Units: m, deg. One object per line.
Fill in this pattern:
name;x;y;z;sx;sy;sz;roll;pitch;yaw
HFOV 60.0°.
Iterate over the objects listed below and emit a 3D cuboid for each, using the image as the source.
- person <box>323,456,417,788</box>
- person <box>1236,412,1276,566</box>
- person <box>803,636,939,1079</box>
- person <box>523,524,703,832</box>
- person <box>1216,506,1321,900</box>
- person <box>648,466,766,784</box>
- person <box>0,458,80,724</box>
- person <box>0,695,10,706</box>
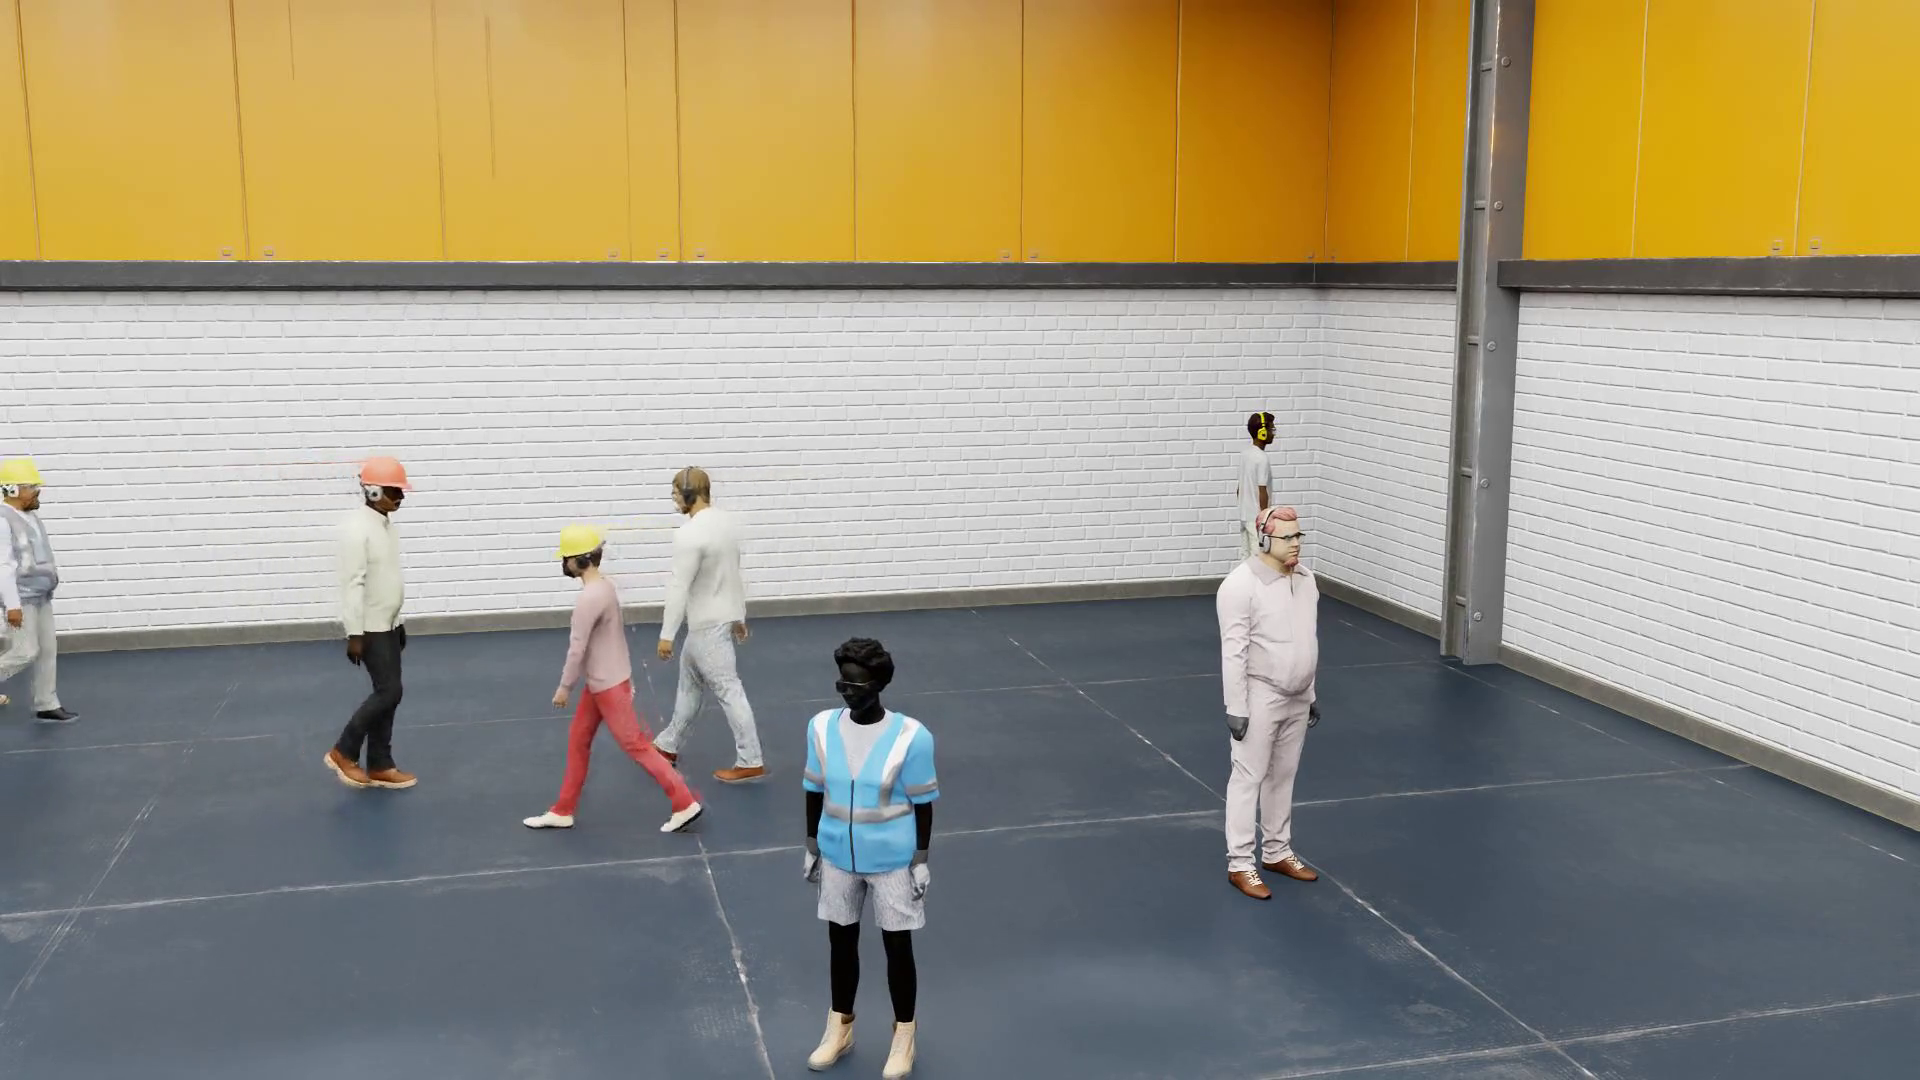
person;-3.396;0.497;9.739;0.455;1.974;0.632;0;9;1
person;2.515;-0.151;14.110;0.335;1.868;0.520;-2;9;-12
person;-0.348;1.192;6.255;0.540;1.694;0.317;3;10;20
person;-1.865;0.754;8.959;0.963;1.707;0.504;-1;9;-6
person;1.547;0.780;8.170;0.643;1.908;0.409;-8;12;-40
person;-1.603;0.507;9.921;1.002;1.882;0.689;2;9;11
person;-6.291;0.363;11.051;0.607;1.817;0.594;-1;9;-6
person;-7.224;0.198;11.388;1.066;2.000;0.687;0;9;3
